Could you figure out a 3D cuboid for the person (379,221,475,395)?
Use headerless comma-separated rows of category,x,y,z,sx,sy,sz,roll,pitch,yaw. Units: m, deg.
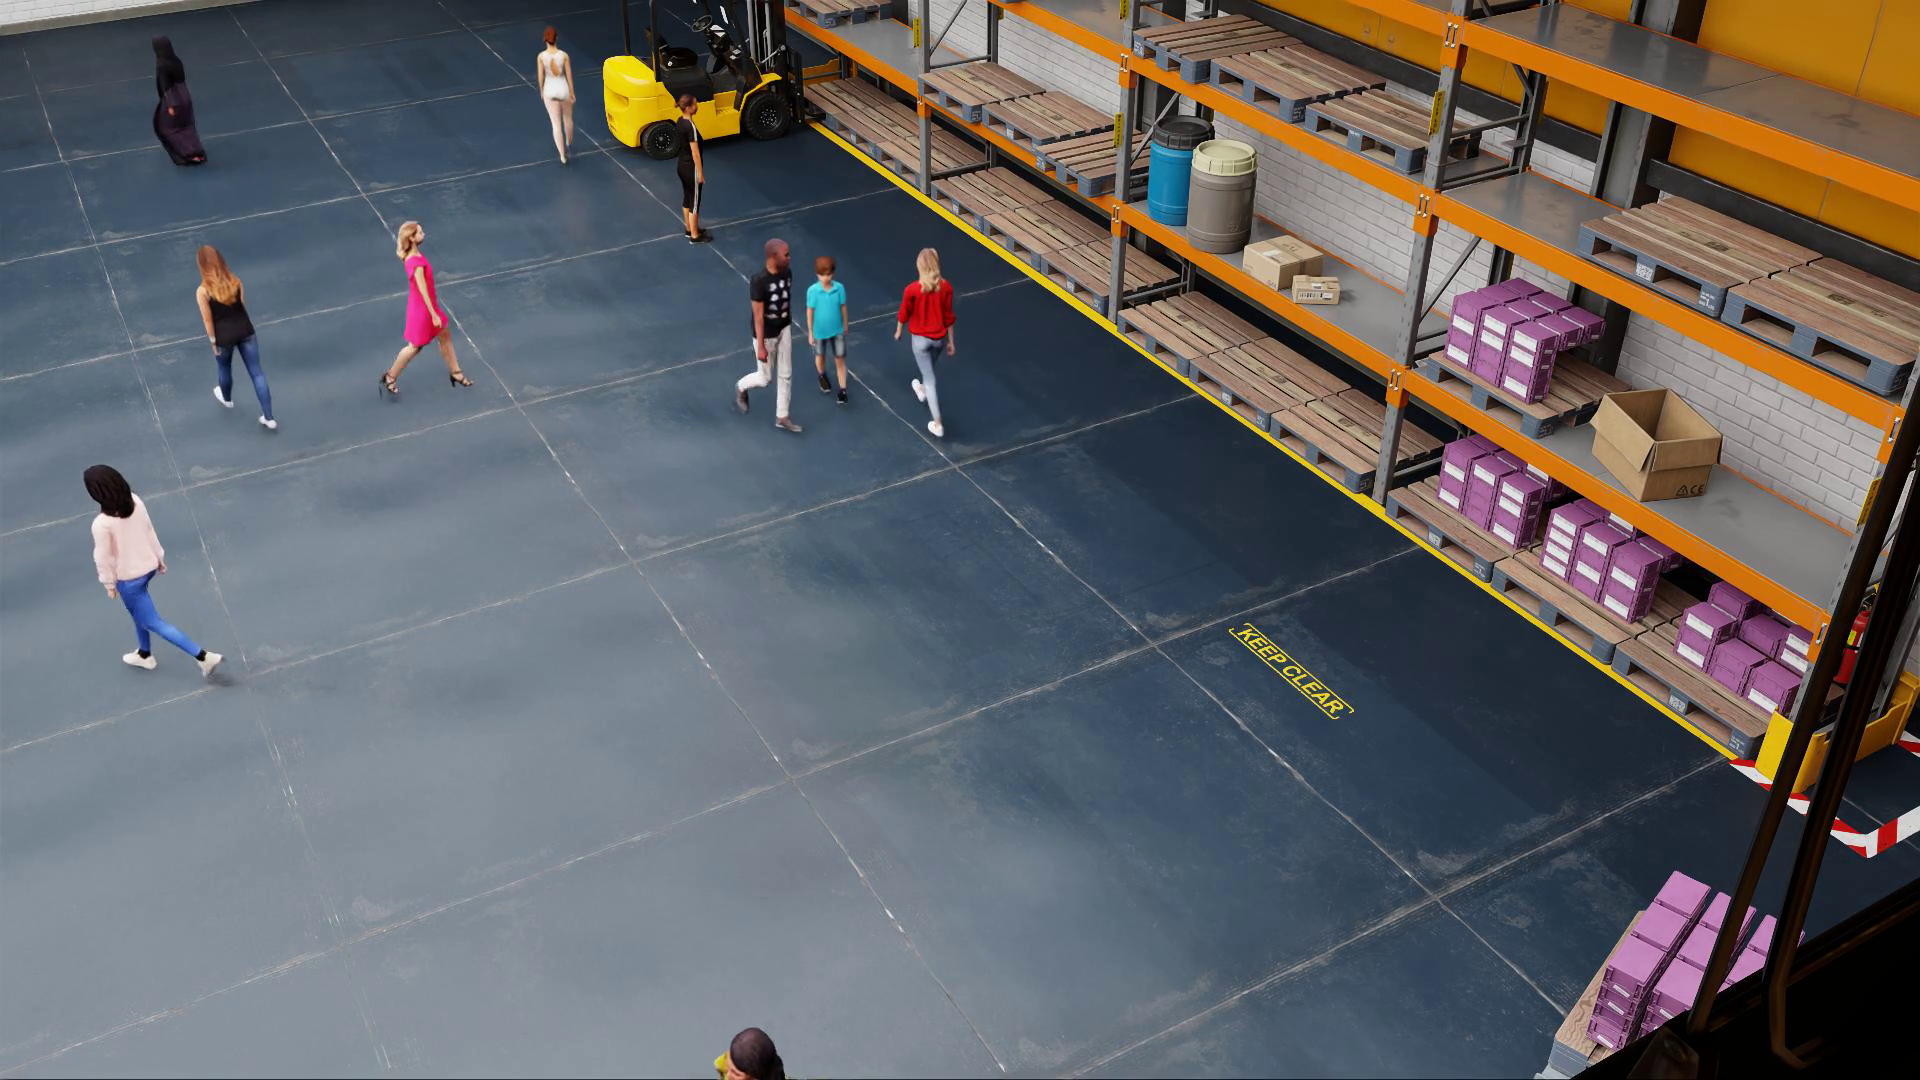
person,-5.037,-2.074,15.289,0.839,1.679,1.065,-7,34,-11

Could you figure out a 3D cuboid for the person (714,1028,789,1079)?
person,-0.866,2.875,7.920,0.949,1.596,1.234,-25,41,-33

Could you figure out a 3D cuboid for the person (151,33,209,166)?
person,-9.504,-5.362,20.299,0.880,1.609,0.831,3,34,4

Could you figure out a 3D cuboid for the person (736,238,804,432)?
person,-1.733,-1.839,14.852,1.100,1.772,0.887,27,42,34

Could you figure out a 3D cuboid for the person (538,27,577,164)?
person,-4.933,-5.414,20.392,0.780,1.593,1.103,-8,34,-11

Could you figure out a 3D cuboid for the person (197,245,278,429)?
person,-6.427,-1.756,14.826,0.708,1.664,1.148,-27,42,-34

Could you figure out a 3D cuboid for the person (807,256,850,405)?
person,-1.235,-2.000,15.410,0.738,1.422,0.997,-9,35,-13

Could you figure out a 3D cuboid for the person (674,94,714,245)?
person,-2.984,-4.104,18.354,0.642,1.669,0.461,-16,37,-22

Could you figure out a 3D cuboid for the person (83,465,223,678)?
person,-5.718,0.270,11.711,1.172,1.736,1.108,8,34,12

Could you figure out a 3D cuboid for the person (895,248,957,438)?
person,-0.253,-1.706,14.767,0.706,1.646,1.151,-15,36,-21
